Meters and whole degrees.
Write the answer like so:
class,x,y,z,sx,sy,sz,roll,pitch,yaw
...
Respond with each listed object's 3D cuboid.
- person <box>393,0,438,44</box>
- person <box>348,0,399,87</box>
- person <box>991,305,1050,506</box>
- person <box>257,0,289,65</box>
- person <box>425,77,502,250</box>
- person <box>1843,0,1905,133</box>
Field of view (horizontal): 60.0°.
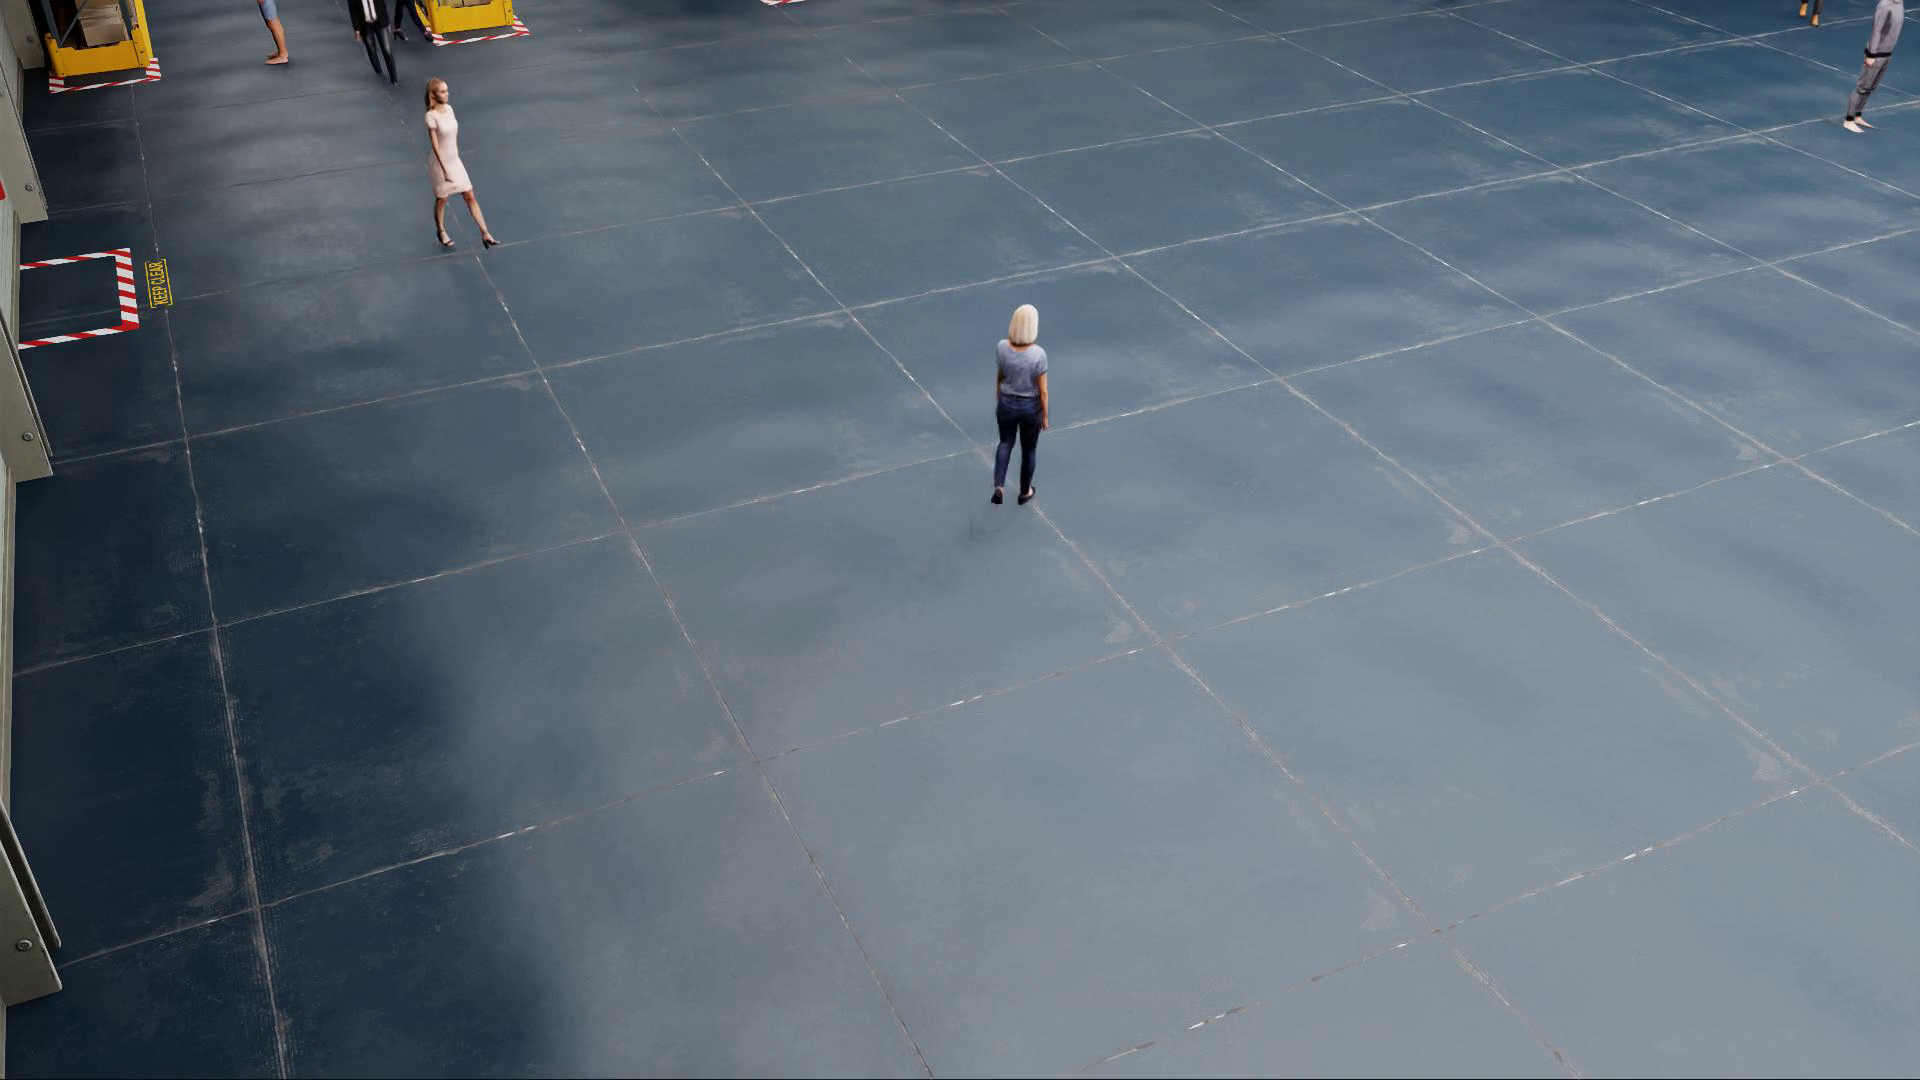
class,x,y,z,sx,sy,sz,roll,pitch,yaw
person,-7.832,-7.772,23.119,1.080,1.710,1.013,11,35,17
person,-7.723,-6.772,21.951,0.782,1.731,1.138,-11,35,-16
person,0.425,-0.972,12.658,0.851,1.714,0.900,13,35,20
person,-9.359,-7.383,22.391,0.719,1.850,0.560,-7,34,-11
person,-5.312,-3.805,16.944,1.124,1.790,0.950,19,37,26
person,11.115,-5.909,20.130,0.741,1.844,0.639,-25,41,-33
